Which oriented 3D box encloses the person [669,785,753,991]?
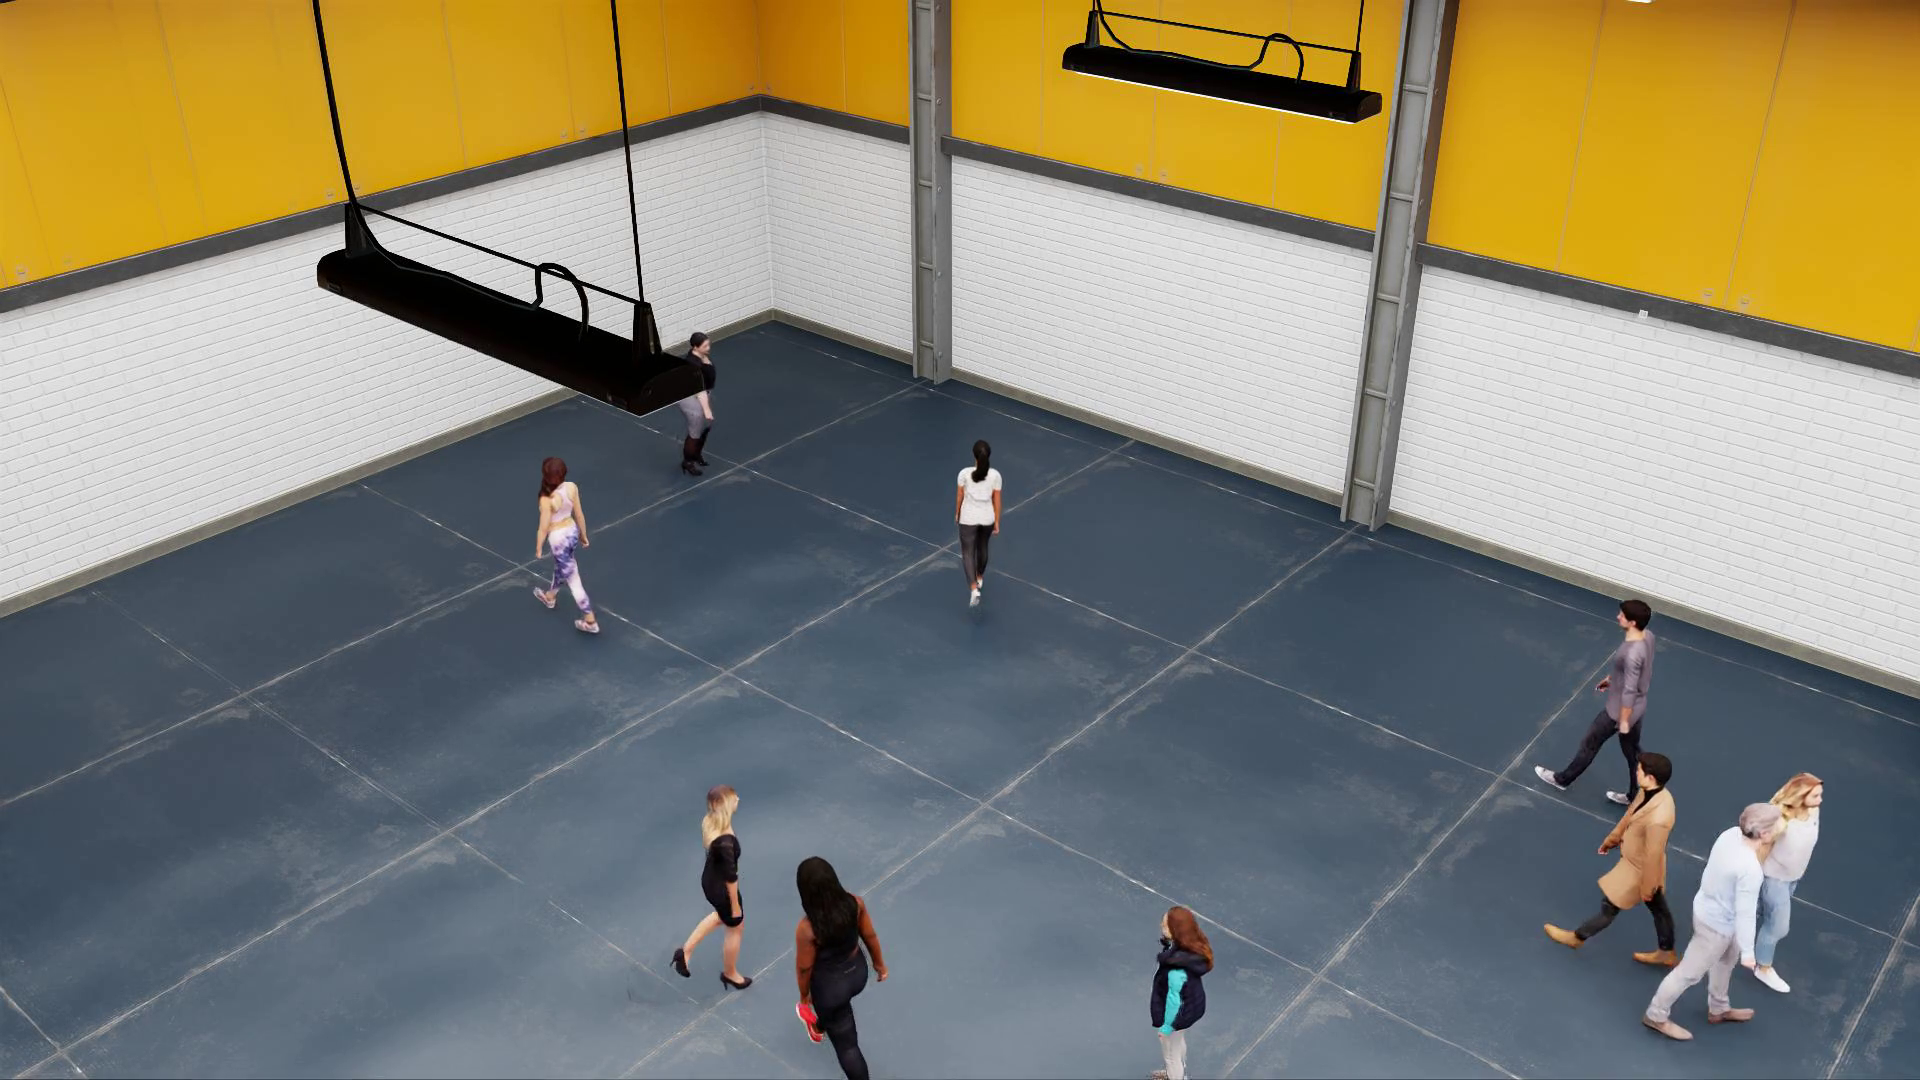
[{"bbox_3d":[-1.673,2.363,11.083,0.827,1.657,0.833,-10,30,-17],"label":"person"}]

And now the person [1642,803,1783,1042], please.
[{"bbox_3d":[4.787,2.447,10.722,1.090,1.856,0.966,8,30,14],"label":"person"}]

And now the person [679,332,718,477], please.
[{"bbox_3d":[-2.910,-1.467,18.043,0.916,1.716,0.855,-9,30,-16],"label":"person"}]

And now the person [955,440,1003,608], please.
[{"bbox_3d":[0.172,-0.144,15.712,1.000,1.625,1.074,-3,29,-6],"label":"person"}]

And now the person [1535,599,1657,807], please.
[{"bbox_3d":[5.226,1.319,12.834,1.045,1.813,0.691,21,35,33],"label":"person"}]

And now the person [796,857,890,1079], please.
[{"bbox_3d":[-0.699,2.793,10.204,0.875,1.745,1.273,-19,34,-31],"label":"person"}]

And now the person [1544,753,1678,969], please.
[{"bbox_3d":[4.746,2.229,11.311,1.225,1.674,0.927,9,30,16],"label":"person"}]

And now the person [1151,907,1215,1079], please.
[{"bbox_3d":[1.331,2.889,10.286,0.713,1.496,0.680,3,29,6],"label":"person"}]

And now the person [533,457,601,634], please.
[{"bbox_3d":[-3.542,0.080,15.191,1.136,1.730,0.725,16,32,27],"label":"person"}]
